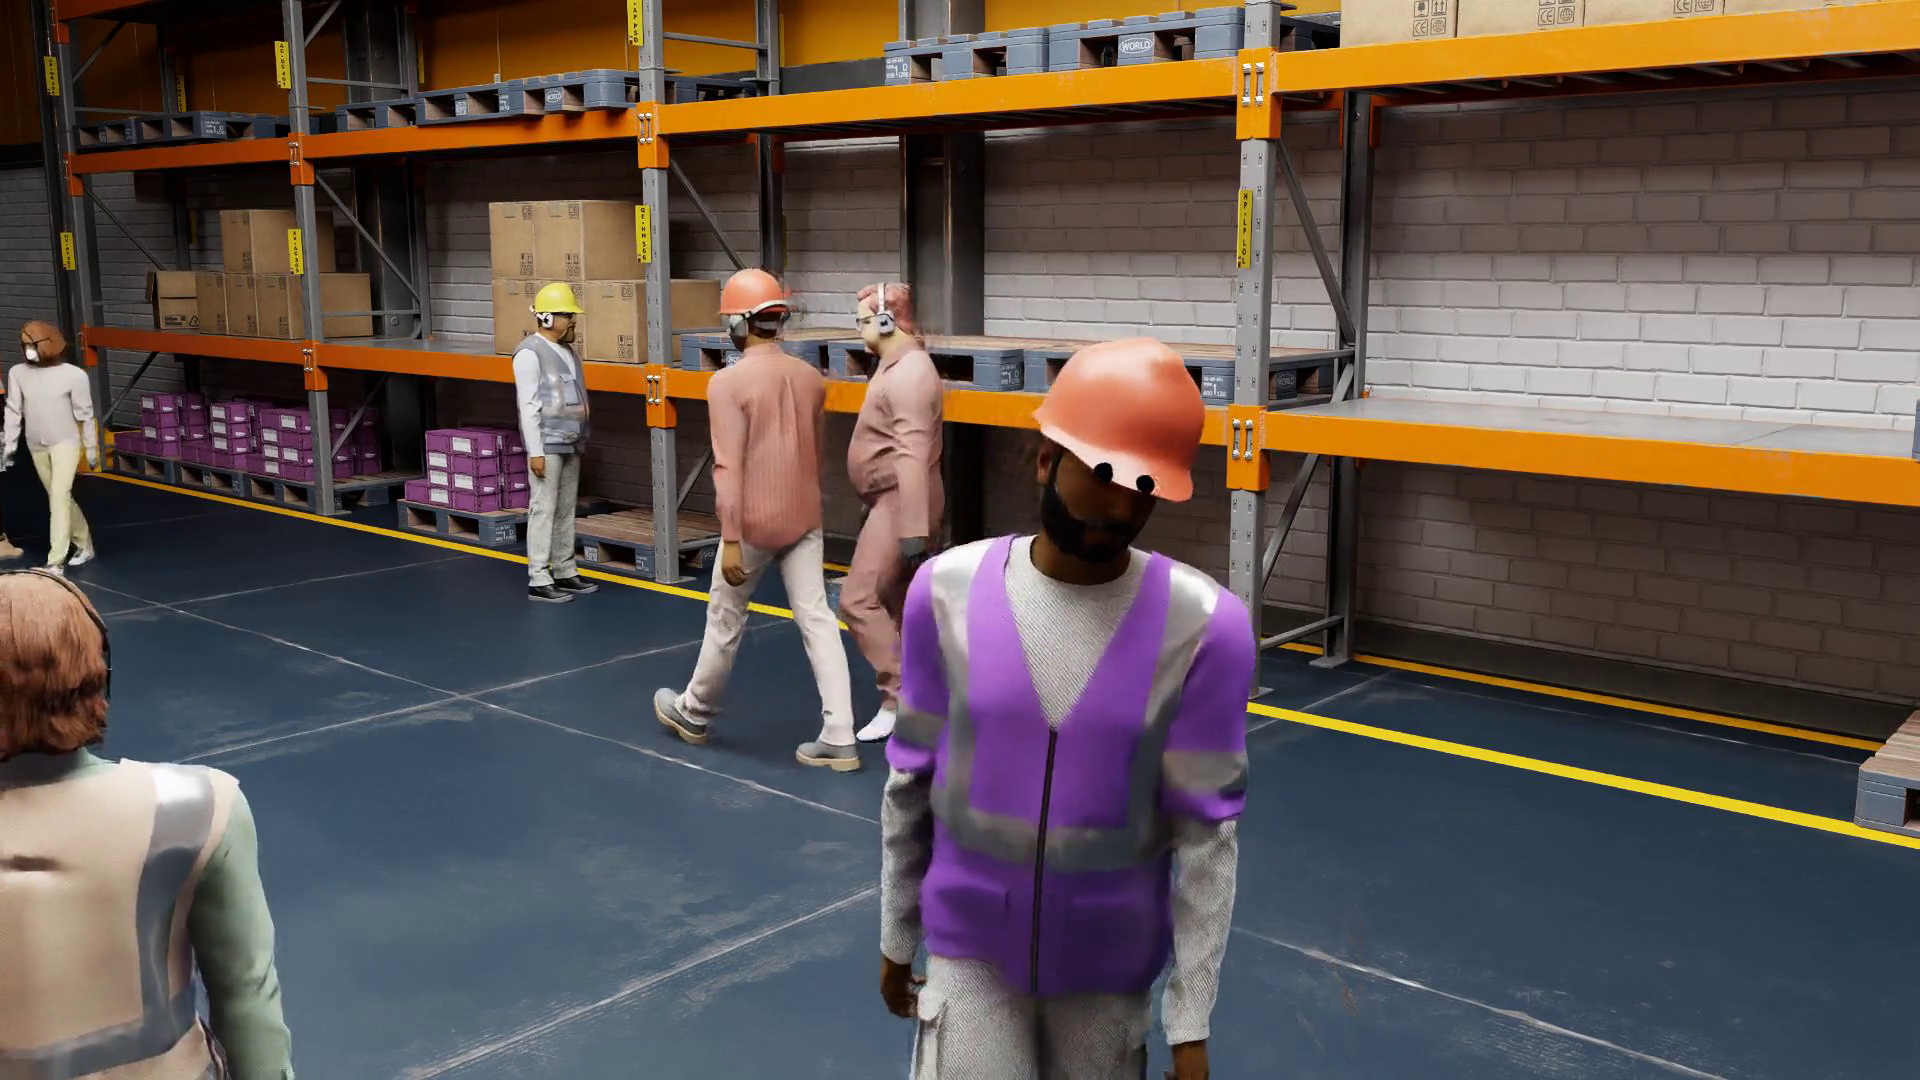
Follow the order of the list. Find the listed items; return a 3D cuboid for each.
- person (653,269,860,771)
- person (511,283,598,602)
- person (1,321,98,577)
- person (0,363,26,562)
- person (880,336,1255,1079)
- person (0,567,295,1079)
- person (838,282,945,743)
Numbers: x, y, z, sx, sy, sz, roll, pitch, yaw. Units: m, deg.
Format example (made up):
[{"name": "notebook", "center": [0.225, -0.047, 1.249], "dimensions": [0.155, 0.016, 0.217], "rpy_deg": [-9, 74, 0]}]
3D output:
[{"name": "person", "center": [-0.790, -0.086, 6.558], "dimensions": [1.049, 1.932, 0.661], "rpy_deg": [8, 13, 40]}, {"name": "person", "center": [-2.327, -0.560, 9.601], "dimensions": [0.403, 1.827, 0.595], "rpy_deg": [3, 10, 16]}, {"name": "person", "center": [-5.638, -0.570, 10.354], "dimensions": [0.483, 1.580, 0.853], "rpy_deg": [1, 10, 6]}, {"name": "person", "center": [-6.384, -0.696, 10.723], "dimensions": [0.537, 1.694, 0.321], "rpy_deg": [1, 10, 4]}, {"name": "person", "center": [0.147, 0.634, 2.579], "dimensions": [0.581, 1.894, 0.607], "rpy_deg": [2, 10, 9]}, {"name": "person", "center": [-1.185, 0.828, 2.241], "dimensions": [0.547, 1.621, 0.570], "rpy_deg": [-4, 11, -24]}, {"name": "person", "center": [-0.287, -0.107, 6.832], "dimensions": [0.514, 1.886, 0.666], "rpy_deg": [0, 10, 2]}]
